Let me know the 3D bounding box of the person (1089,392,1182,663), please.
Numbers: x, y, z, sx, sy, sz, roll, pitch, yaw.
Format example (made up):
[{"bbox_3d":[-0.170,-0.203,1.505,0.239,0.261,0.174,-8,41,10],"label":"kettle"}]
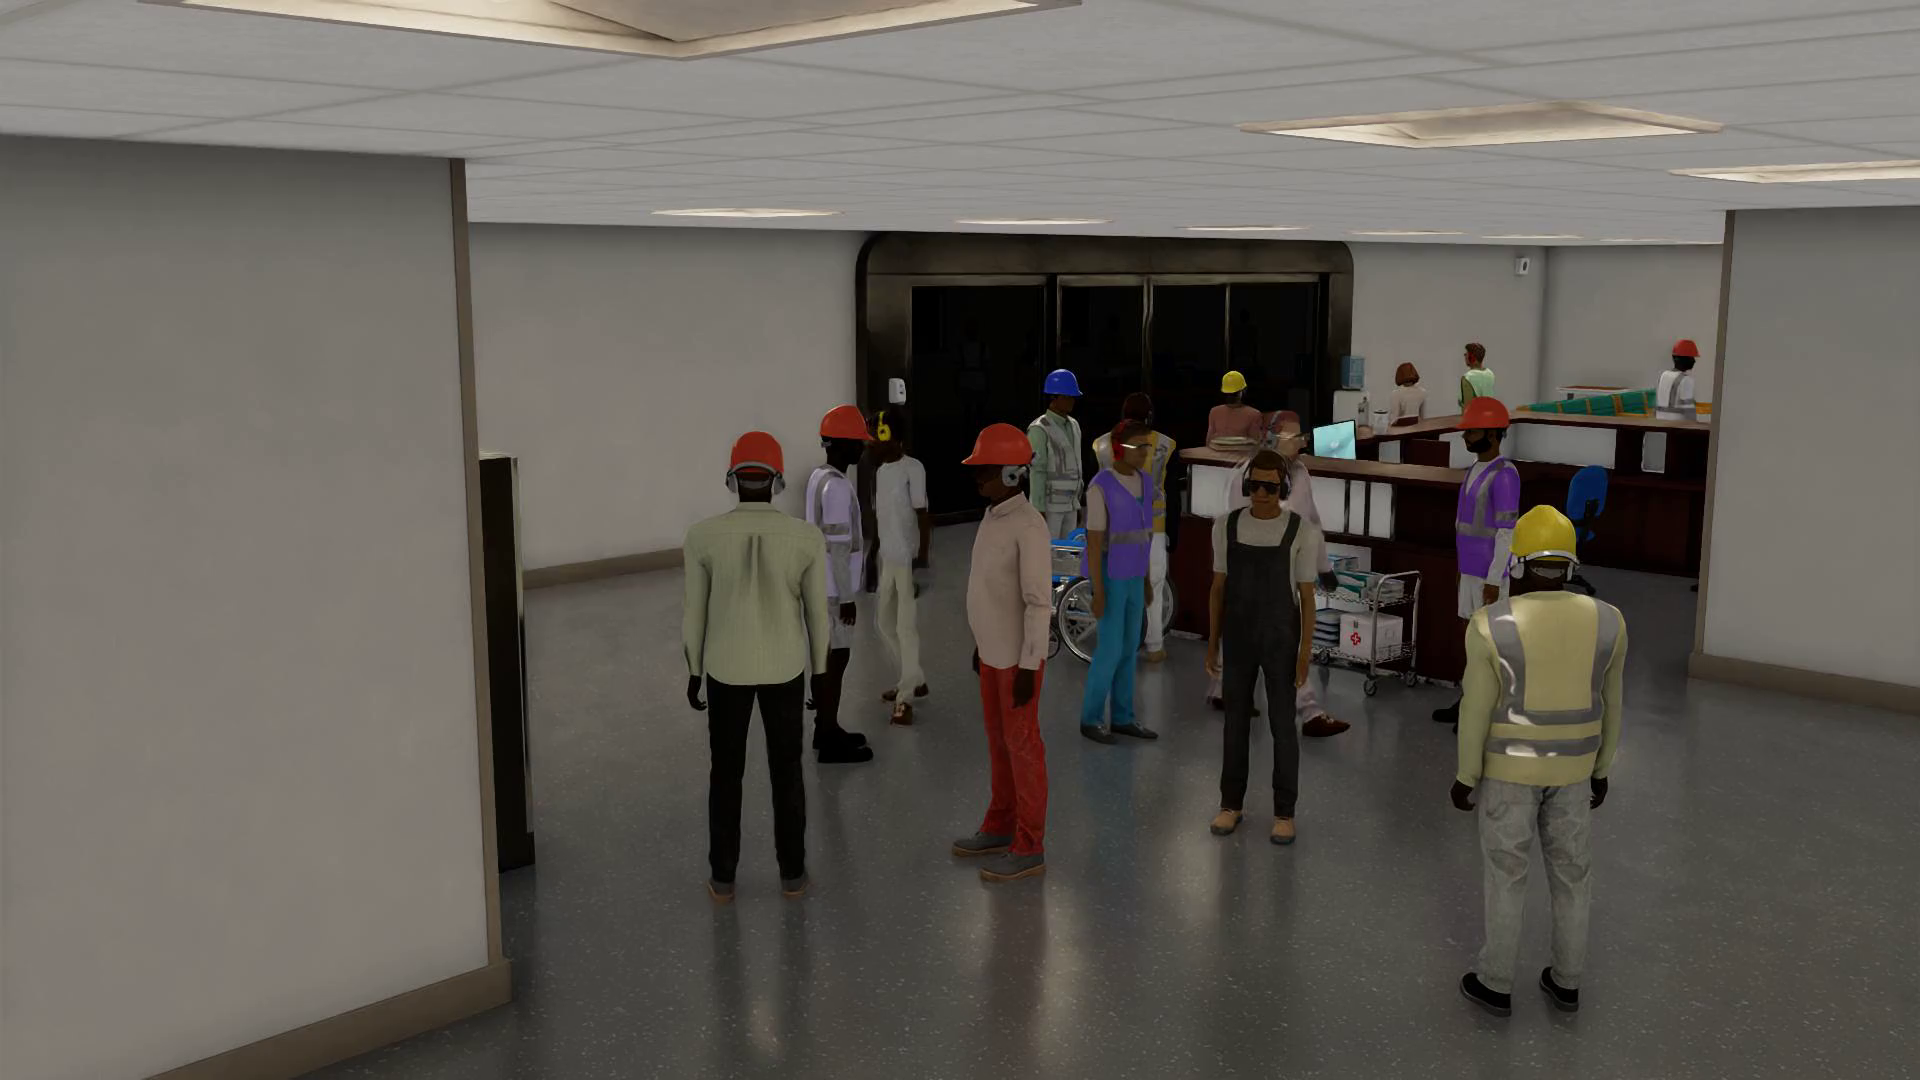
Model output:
[{"bbox_3d":[1.183,-0.079,11.242,0.631,1.835,0.429,2,10,14],"label":"person"}]

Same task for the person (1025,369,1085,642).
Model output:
[{"bbox_3d":[0.699,-0.254,11.947,0.395,1.945,0.618,6,11,31],"label":"person"}]

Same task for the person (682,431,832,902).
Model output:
[{"bbox_3d":[-0.855,0.534,7.028,0.622,1.983,0.418,-1,9,-9],"label":"person"}]

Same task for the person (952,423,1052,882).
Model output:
[{"bbox_3d":[0.195,0.484,7.277,0.383,1.996,0.609,-3,10,-19],"label":"person"}]

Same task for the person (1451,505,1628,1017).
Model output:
[{"bbox_3d":[2.035,0.787,5.913,0.589,1.834,0.403,-1,9,-5],"label":"person"}]

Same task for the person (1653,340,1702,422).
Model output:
[{"bbox_3d":[7.661,-1.160,17.636,0.845,1.900,0.571,-1,9,-6],"label":"person"}]

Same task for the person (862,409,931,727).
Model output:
[{"bbox_3d":[-0.325,0.150,9.837,0.513,1.837,0.638,-7,11,-36],"label":"person"}]

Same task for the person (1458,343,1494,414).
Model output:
[{"bbox_3d":[5.683,-1.250,18.368,0.389,1.846,0.565,8,13,42],"label":"person"}]

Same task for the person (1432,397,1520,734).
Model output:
[{"bbox_3d":[2.966,0.151,9.495,0.356,1.938,0.543,-1,9,-5],"label":"person"}]

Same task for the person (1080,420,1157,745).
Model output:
[{"bbox_3d":[0.882,0.239,9.311,0.404,1.836,0.562,7,12,36],"label":"person"}]

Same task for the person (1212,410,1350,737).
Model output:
[{"bbox_3d":[1.851,0.173,9.612,0.989,1.855,0.653,8,12,39],"label":"person"}]

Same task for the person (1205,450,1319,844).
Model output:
[{"bbox_3d":[1.394,0.490,7.726,0.509,1.838,0.343,5,10,26],"label":"person"}]

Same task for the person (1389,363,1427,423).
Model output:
[{"bbox_3d":[4.909,-1.135,18.321,0.497,1.632,0.289,-5,10,-27],"label":"person"}]

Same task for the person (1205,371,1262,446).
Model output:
[{"bbox_3d":[2.421,-0.629,14.831,0.522,1.762,0.320,6,11,31],"label":"person"}]

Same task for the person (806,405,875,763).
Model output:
[{"bbox_3d":[-0.646,0.235,9.021,0.390,1.928,0.550,-2,10,-13],"label":"person"}]
